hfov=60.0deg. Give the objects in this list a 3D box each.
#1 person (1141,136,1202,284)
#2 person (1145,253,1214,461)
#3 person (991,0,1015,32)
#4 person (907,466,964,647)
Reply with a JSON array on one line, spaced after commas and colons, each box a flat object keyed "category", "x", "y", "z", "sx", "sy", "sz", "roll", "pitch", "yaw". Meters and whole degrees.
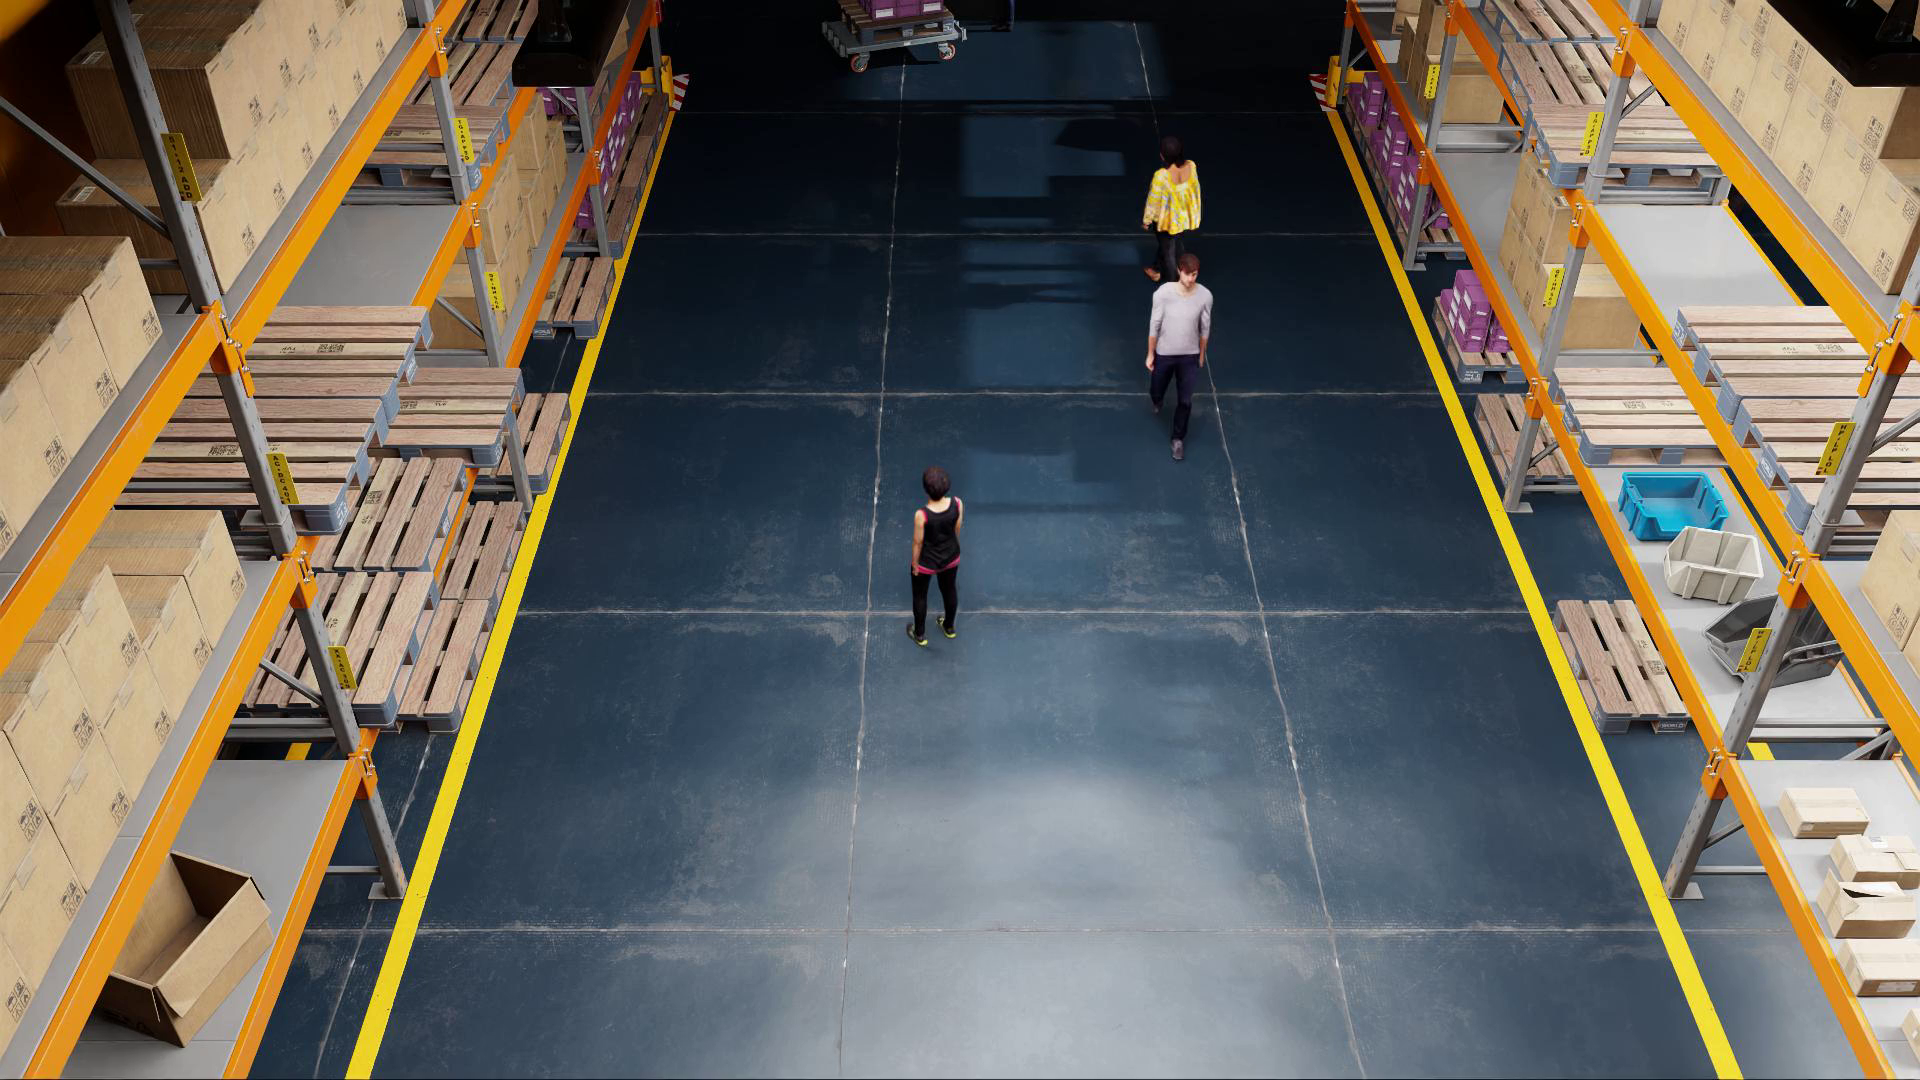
[{"category": "person", "x": 2.060, "y": -3.023, "z": 15.835, "sx": 0.948, "sy": 1.630, "sz": 1.025, "roll": -26, "pitch": 45, "yaw": -28}, {"category": "person", "x": 1.803, "y": -1.602, "z": 13.901, "sx": 0.711, "sy": 1.824, "sz": 0.982, "roll": 2, "pitch": 39, "yaw": 2}, {"category": "person", "x": 0.605, "y": -7.392, "z": 21.214, "sx": 0.738, "sy": 1.745, "sz": 0.531, "roll": 6, "pitch": 39, "yaw": 7}, {"category": "person", "x": -0.144, "y": 0.116, "z": 11.969, "sx": 0.649, "sy": 1.549, "sz": 0.680, "roll": -17, "pitch": 42, "yaw": -20}]
